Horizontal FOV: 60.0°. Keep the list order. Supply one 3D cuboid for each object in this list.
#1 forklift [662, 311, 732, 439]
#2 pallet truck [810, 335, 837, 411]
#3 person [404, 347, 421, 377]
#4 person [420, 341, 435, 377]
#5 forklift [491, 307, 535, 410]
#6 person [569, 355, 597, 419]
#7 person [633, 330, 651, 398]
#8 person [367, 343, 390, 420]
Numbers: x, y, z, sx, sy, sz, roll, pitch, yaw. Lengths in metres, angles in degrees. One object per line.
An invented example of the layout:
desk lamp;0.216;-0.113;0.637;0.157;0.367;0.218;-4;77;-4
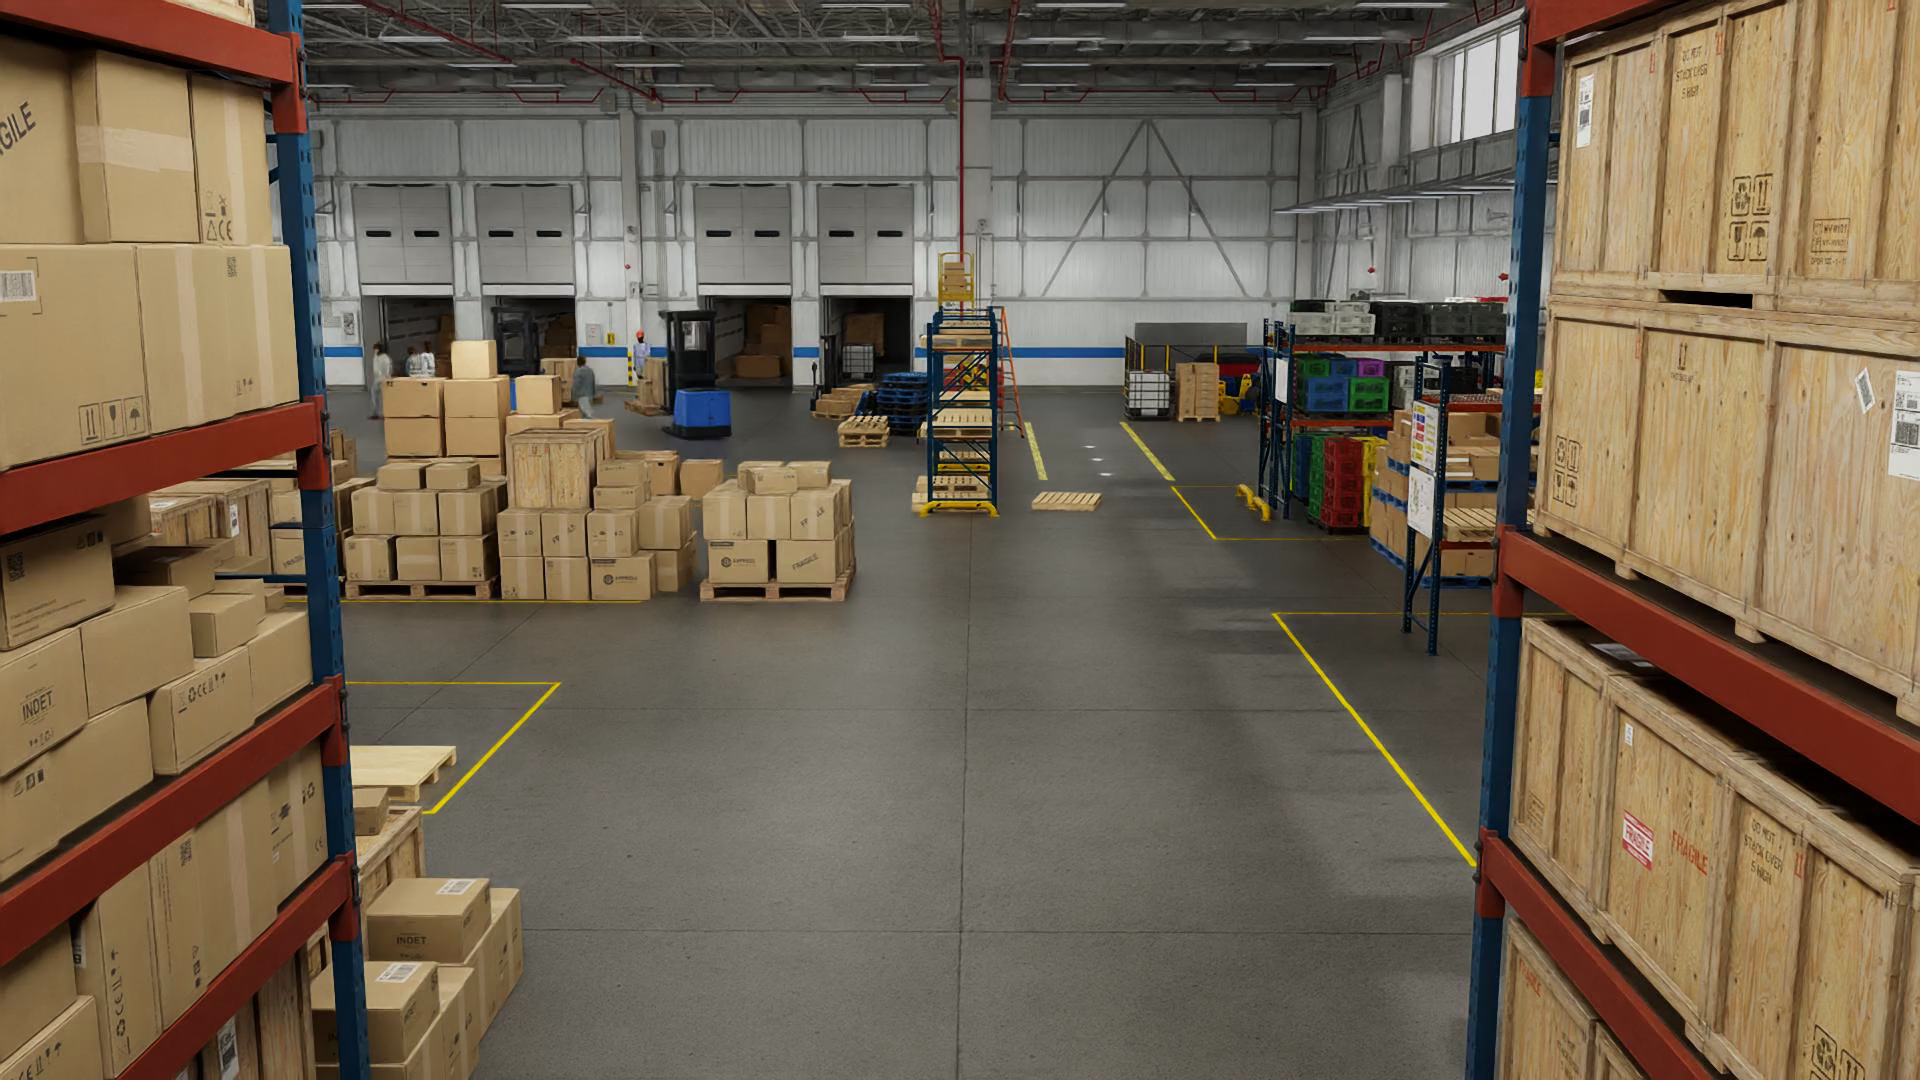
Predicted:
forklift;-5.903;-3.726;37.202;1.129;2.768;1.873;-5;11;-25
pallet truck;-3.021;-4.312;43.126;1.885;1.965;0.823;3;10;17
person;-14.626;-4.324;44.283;0.790;1.603;0.546;3;10;19
person;-13.621;-4.198;42.923;0.960;1.836;0.609;2;10;12
forklift;-10.749;-4.230;40.107;1.129;2.768;1.873;0;10;1
person;-8.347;-3.140;36.689;1.006;1.883;0.653;4;11;21
person;-9.050;-4.990;47.256;0.544;1.928;0.392;4;11;21
person;-14.287;-3.874;40.834;0.662;1.910;0.781;7;12;36
